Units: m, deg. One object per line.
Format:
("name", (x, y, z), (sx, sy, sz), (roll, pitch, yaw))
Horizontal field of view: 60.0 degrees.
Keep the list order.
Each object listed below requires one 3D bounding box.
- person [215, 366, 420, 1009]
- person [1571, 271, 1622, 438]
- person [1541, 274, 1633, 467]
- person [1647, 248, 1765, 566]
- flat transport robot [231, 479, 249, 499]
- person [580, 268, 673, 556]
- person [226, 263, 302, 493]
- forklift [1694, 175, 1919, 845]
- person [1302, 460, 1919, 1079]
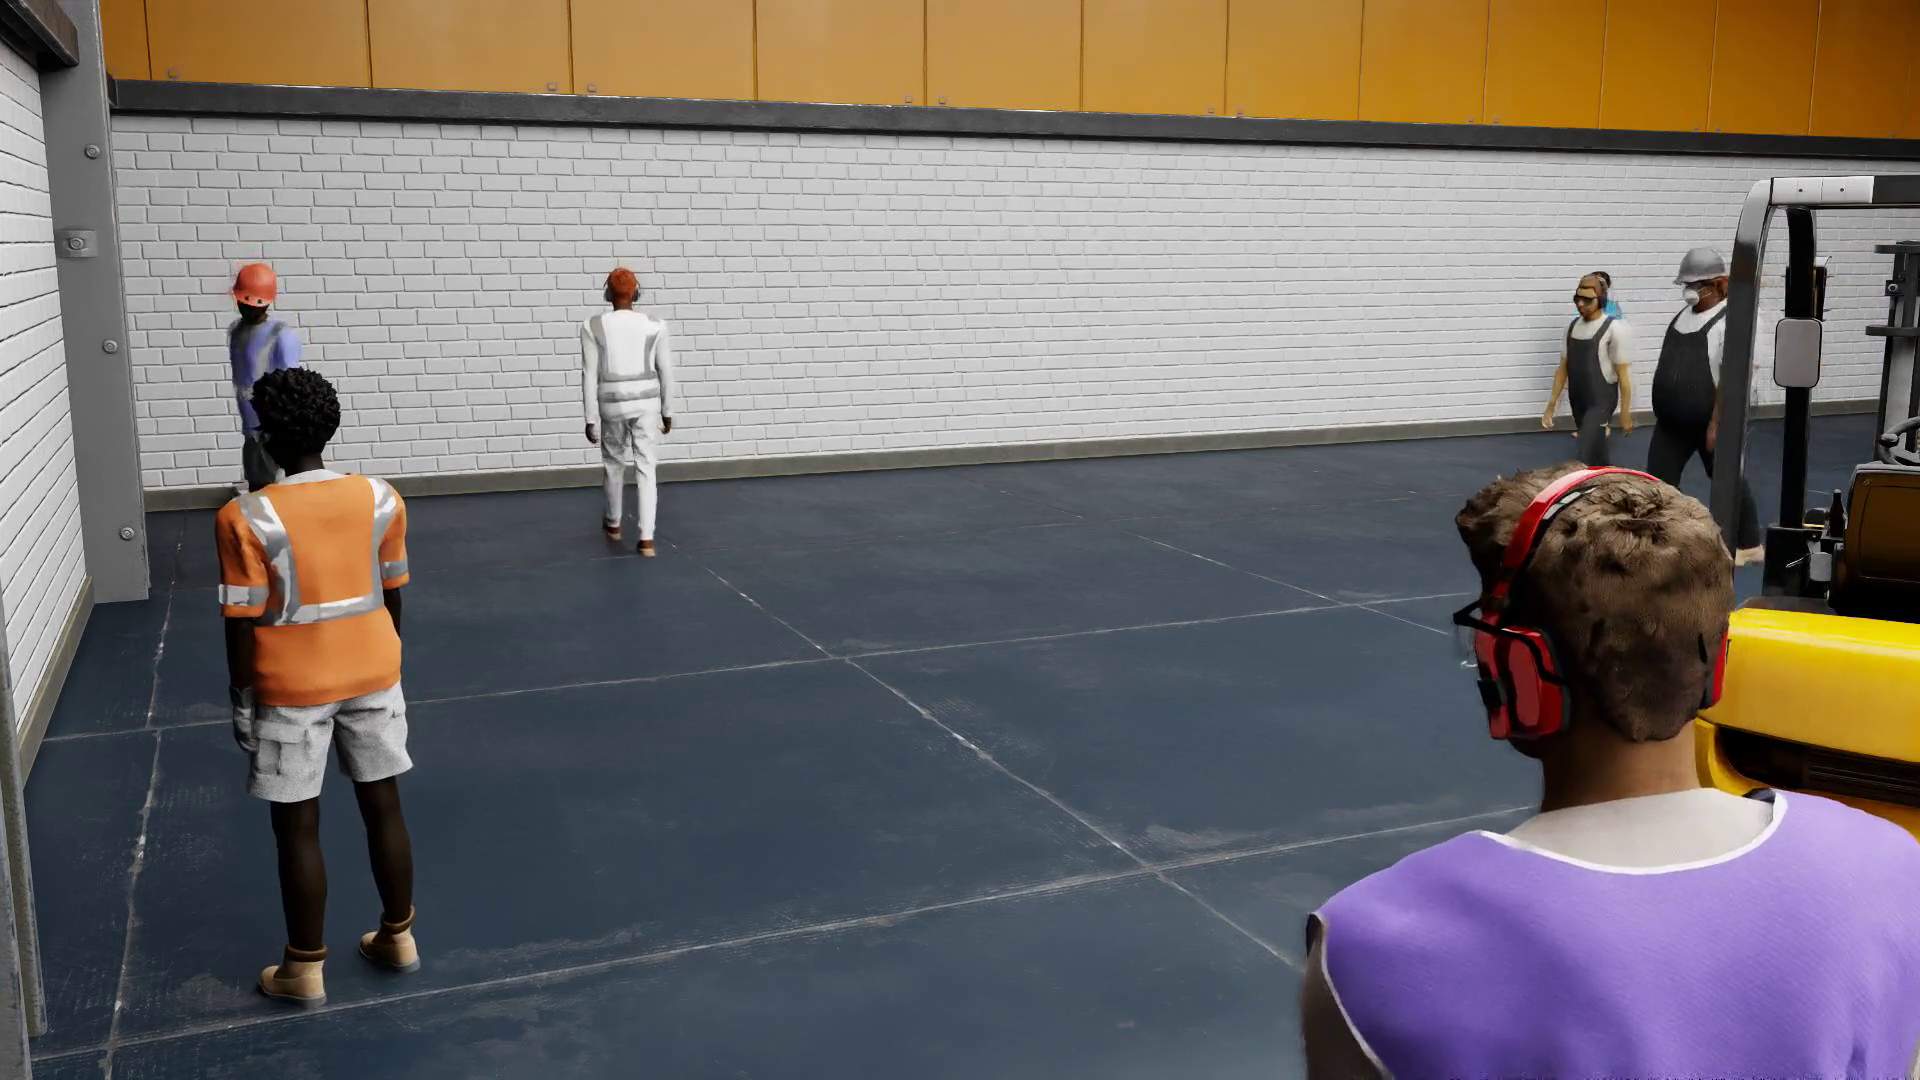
("person", (-1.700, 0.388, 4.431), (0.318, 1.694, 0.535), (9, 14, 41))
("person", (6.425, -1.861, 16.796), (0.539, 1.698, 0.318), (-5, 12, -27))
("person", (4.238, -0.888, 11.206), (0.933, 1.792, 0.499), (-3, 11, -18))
("person", (4.530, -0.825, 10.150), (1.063, 2.000, 0.688), (-3, 11, -15))
("flat transport robot", (-4.851, -0.278, 12.012), (0.652, 0.197, 1.431), (-5, 12, -27))
("person", (-2.171, -0.851, 10.880), (0.590, 1.827, 0.959), (-3, 11, -14))
("person", (-4.018, -0.641, 9.567), (0.722, 1.887, 0.474), (7, 13, 35))
("forklift", (2.810, 0.094, 4.662), (1.214, 2.155, 2.313), (7, 12, 34))
("person", (0.561, 0.852, 1.472), (0.573, 1.840, 0.403), (-2, 10, -12))
